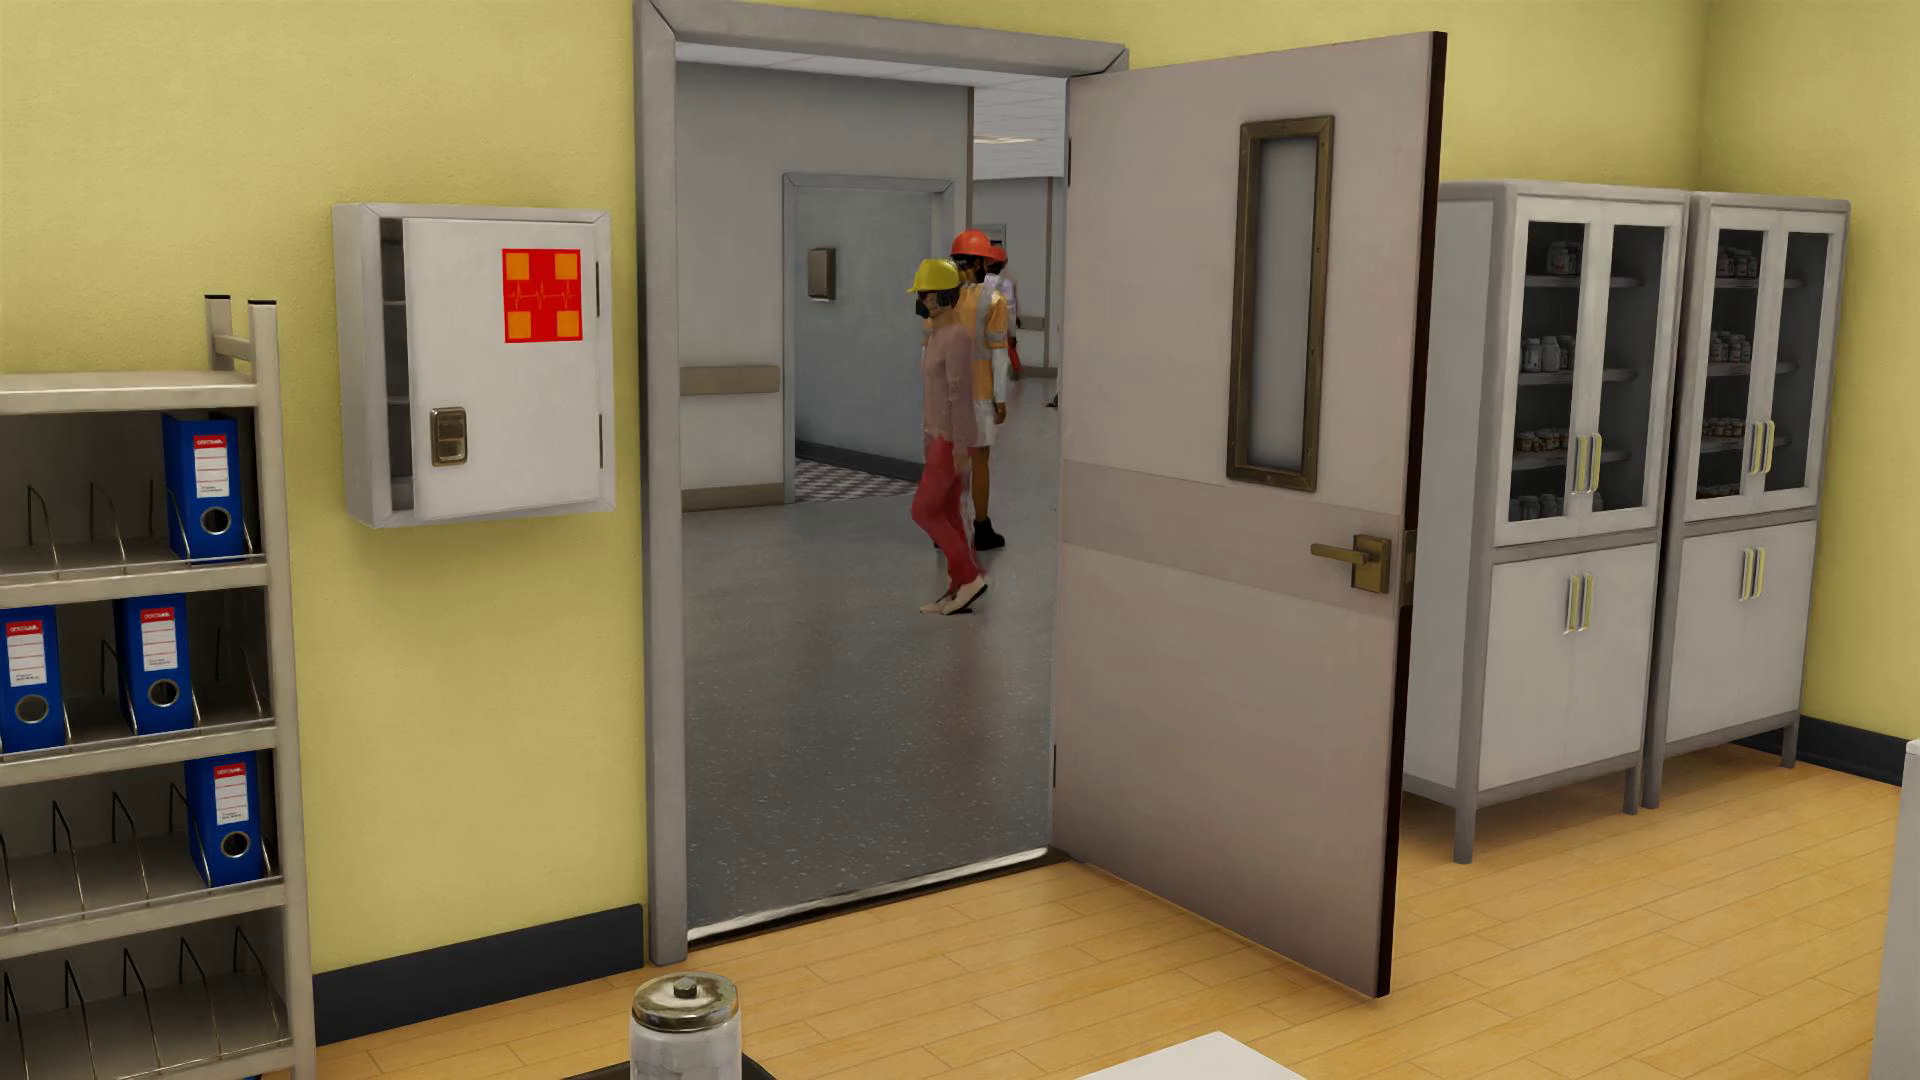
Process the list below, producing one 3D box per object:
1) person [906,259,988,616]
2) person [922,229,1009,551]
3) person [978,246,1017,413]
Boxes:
[{"bbox_3d":[-0.079,-0.481,8.091,0.394,1.749,0.544,-1,10,-11],"label":"person"},{"bbox_3d":[0.042,-0.903,10.089,0.548,1.931,0.379,5,10,24],"label":"person"},{"bbox_3d":[0.380,-2.406,19.117,0.563,1.927,0.537,7,11,32],"label":"person"}]
